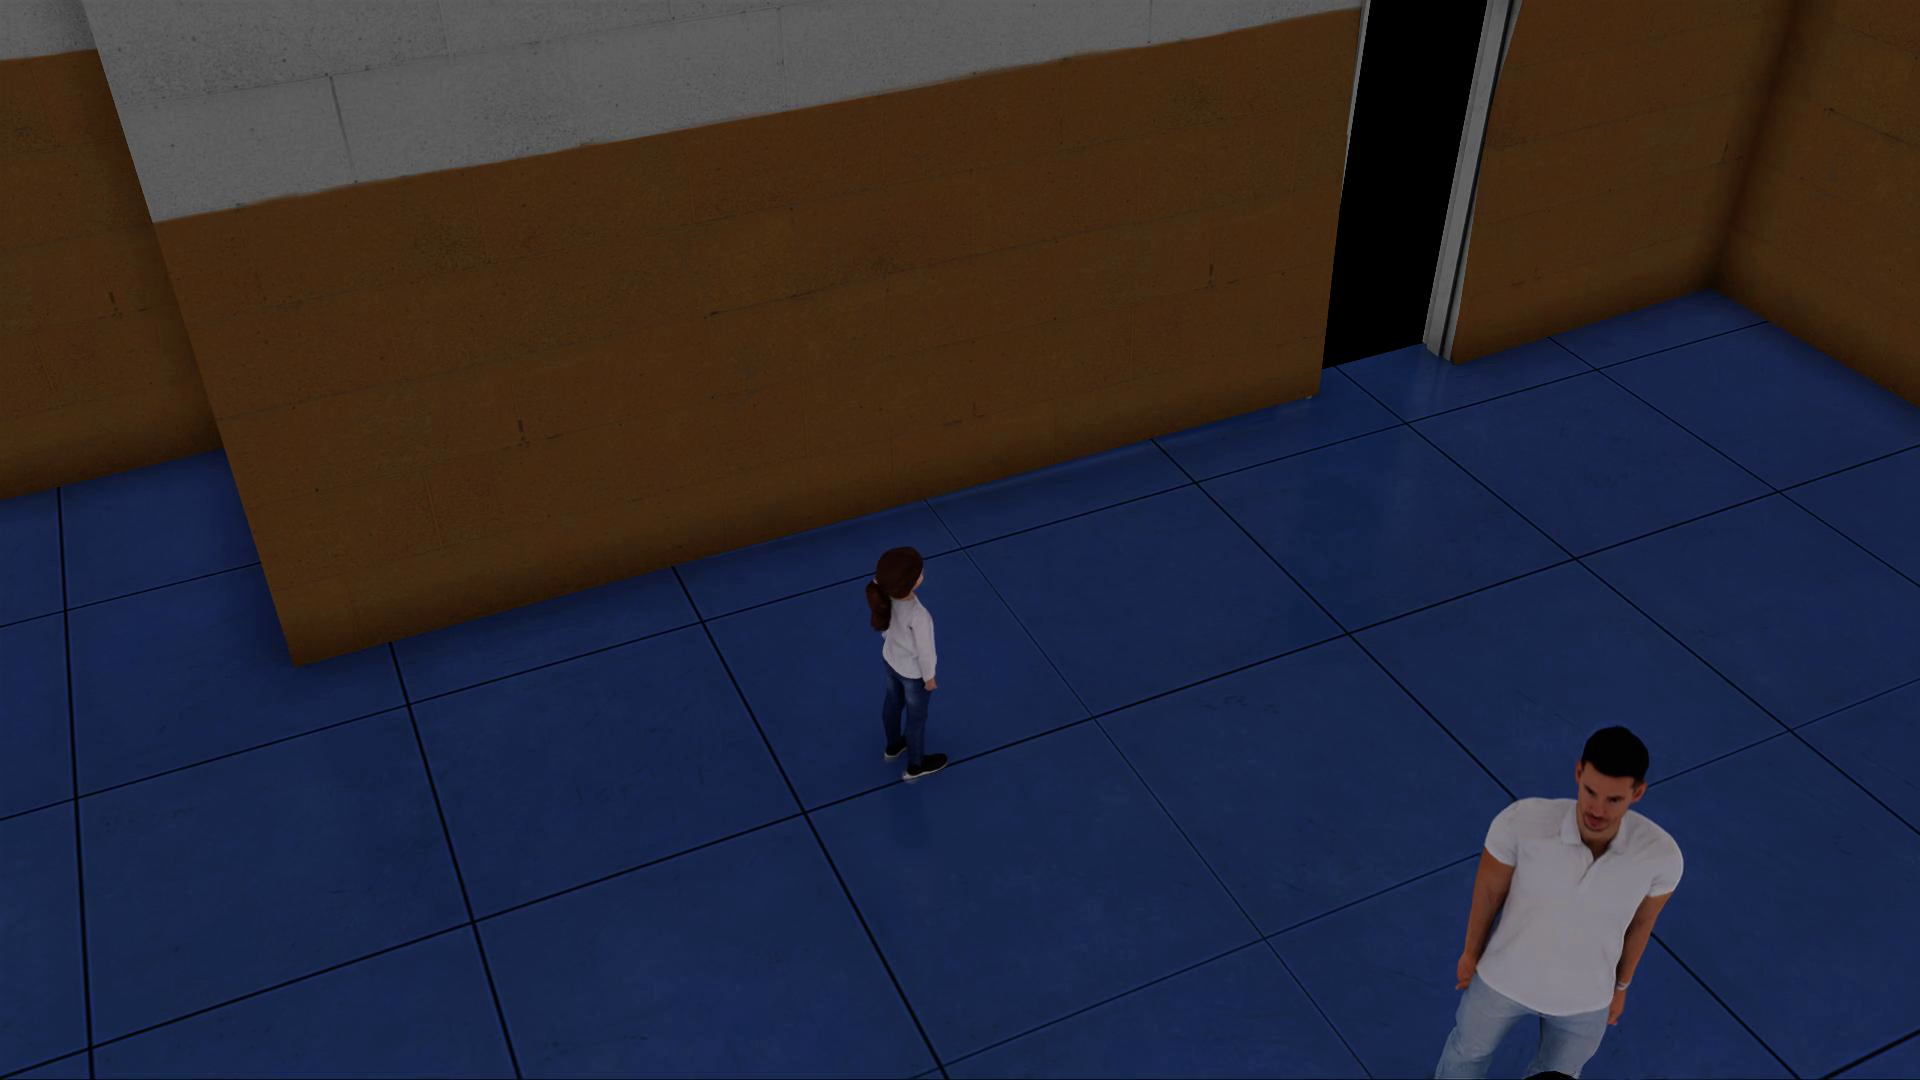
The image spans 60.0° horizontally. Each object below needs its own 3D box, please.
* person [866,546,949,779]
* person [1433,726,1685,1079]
[{"bbox_3d":[-0.214,0.470,6.647,0.550,1.110,0.465,-25,44,-30],"label":"person"},{"bbox_3d":[1.753,1.270,4.953,0.738,1.864,0.798,12,39,16],"label":"person"}]
